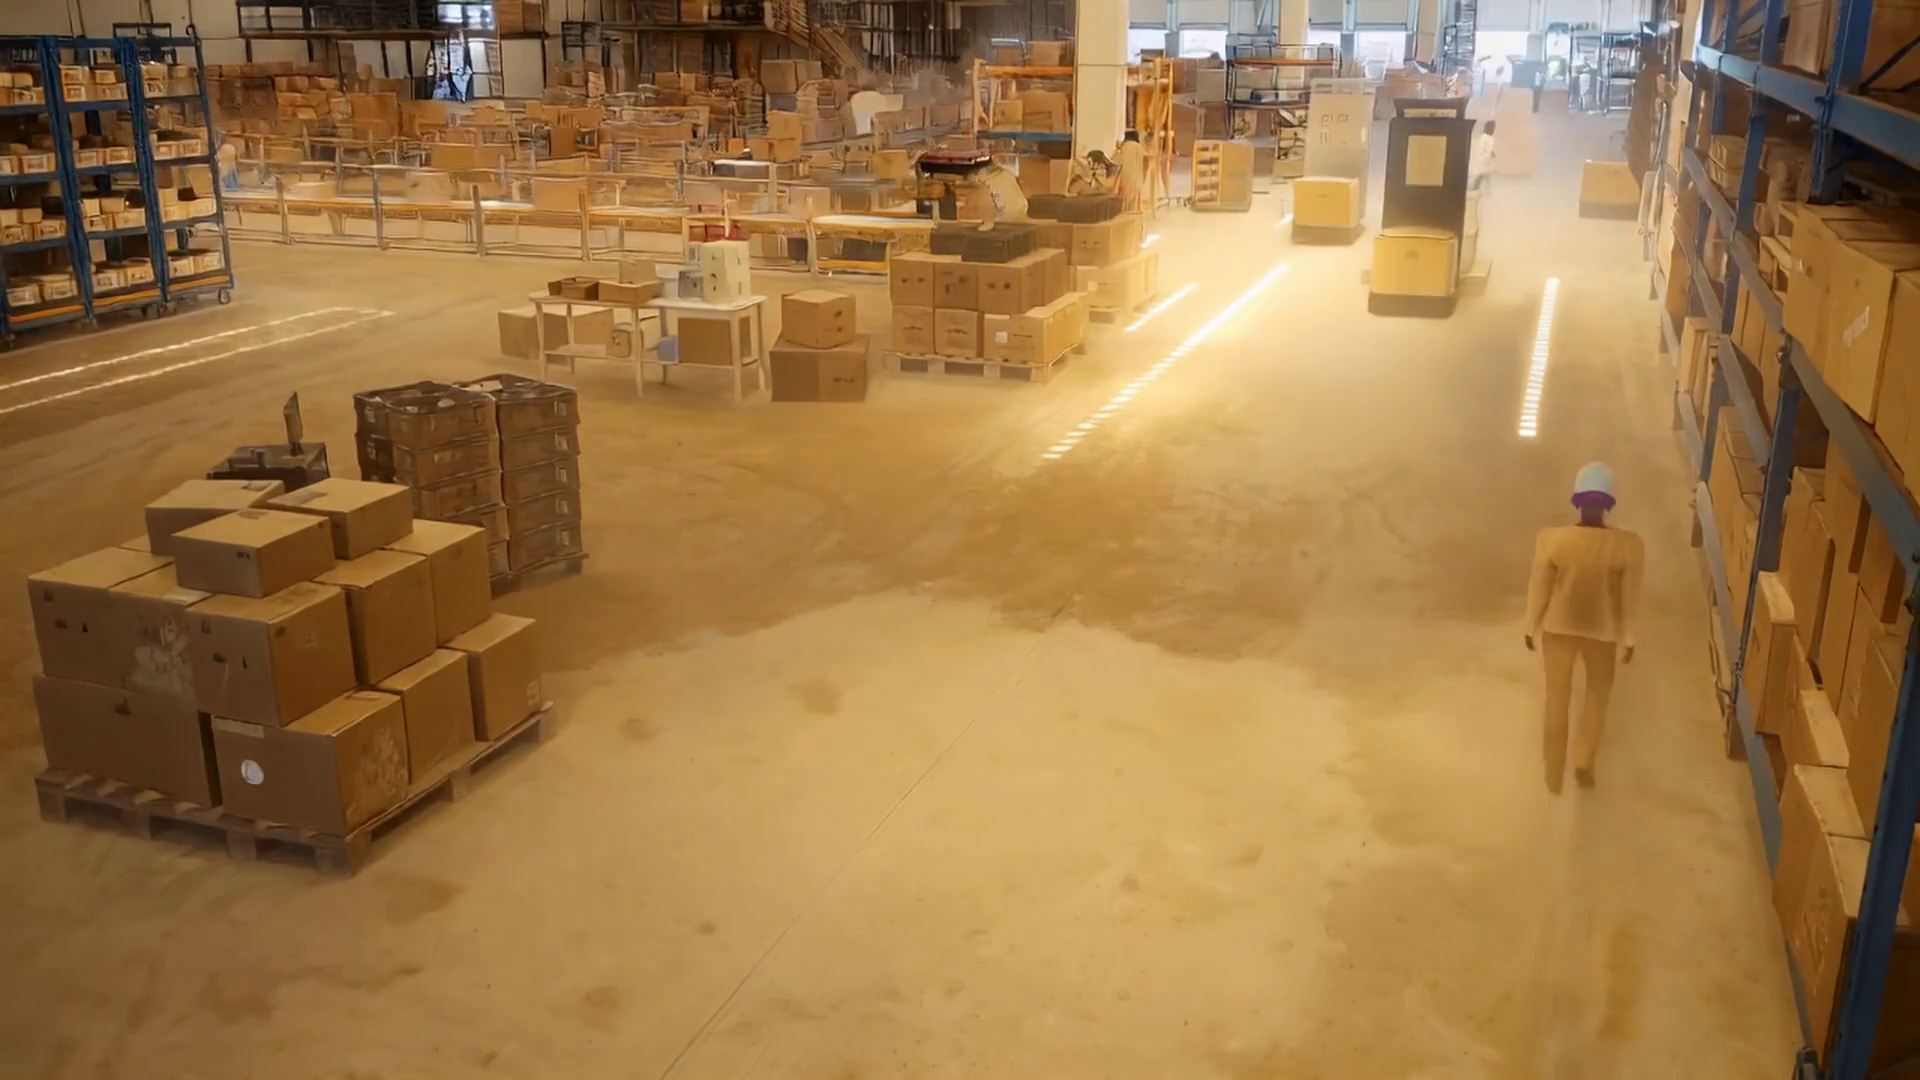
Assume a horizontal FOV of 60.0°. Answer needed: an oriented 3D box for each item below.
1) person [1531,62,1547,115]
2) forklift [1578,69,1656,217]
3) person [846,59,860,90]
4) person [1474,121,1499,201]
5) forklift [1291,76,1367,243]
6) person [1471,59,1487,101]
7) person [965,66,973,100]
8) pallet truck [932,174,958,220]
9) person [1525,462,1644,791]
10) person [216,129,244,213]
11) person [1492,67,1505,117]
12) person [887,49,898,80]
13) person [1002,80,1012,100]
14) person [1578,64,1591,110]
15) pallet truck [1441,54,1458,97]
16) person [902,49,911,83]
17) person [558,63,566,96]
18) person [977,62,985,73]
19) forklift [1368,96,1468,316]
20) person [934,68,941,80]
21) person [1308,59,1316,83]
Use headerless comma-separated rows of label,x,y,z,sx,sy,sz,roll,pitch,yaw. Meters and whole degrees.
person,22.691,-17.690,65.102,0.536,2.000,0.683,2,18,5
forklift,13.219,-7.740,32.475,1.873,2.768,1.129,6,19,18
person,-4.631,-19.767,71.779,0.625,1.950,0.698,-9,20,-26
person,11.351,-8.096,35.549,0.752,1.661,0.546,-1,18,-3
forklift,6.598,-6.755,29.381,1.129,2.768,1.873,6,19,19
person,23.410,-20.730,74.978,0.429,1.842,0.635,-12,21,-34
person,0.325,-16.986,63.057,0.355,1.939,0.543,-1,18,-4
pallet truck,-0.507,-5.292,27.348,0.653,1.274,1.630,6,19,19
person,3.179,0.455,8.538,0.545,1.754,0.364,6,19,17
person,-14.010,-6.976,31.887,0.311,1.768,0.524,3,18,9
person,20.770,-17.256,64.038,0.487,1.856,0.559,-5,18,-14
person,-3.852,-26.970,94.489,0.606,1.897,0.983,-8,19,-24
person,1.920,-18.063,66.527,0.821,1.891,0.595,2,18,6
person,24.810,-17.957,66.196,0.579,1.884,0.352,-15,23,-38
pallet truck,22.765,-21.886,78.355,0.823,1.965,1.885,-4,18,-14
person,-2.994,-26.899,94.373,0.662,1.832,0.897,-7,19,-20
person,-17.067,-19.623,71.591,0.983,1.800,0.516,-4,18,-13
person,0.886,-20.842,75.396,0.562,1.810,0.971,16,24,41
forklift,6.235,-4.543,22.429,1.129,2.768,1.873,6,19,19
person,-0.914,-17.803,65.905,0.364,1.754,0.544,13,22,35
person,19.760,-26.634,93.278,0.381,1.995,0.612,6,19,18
